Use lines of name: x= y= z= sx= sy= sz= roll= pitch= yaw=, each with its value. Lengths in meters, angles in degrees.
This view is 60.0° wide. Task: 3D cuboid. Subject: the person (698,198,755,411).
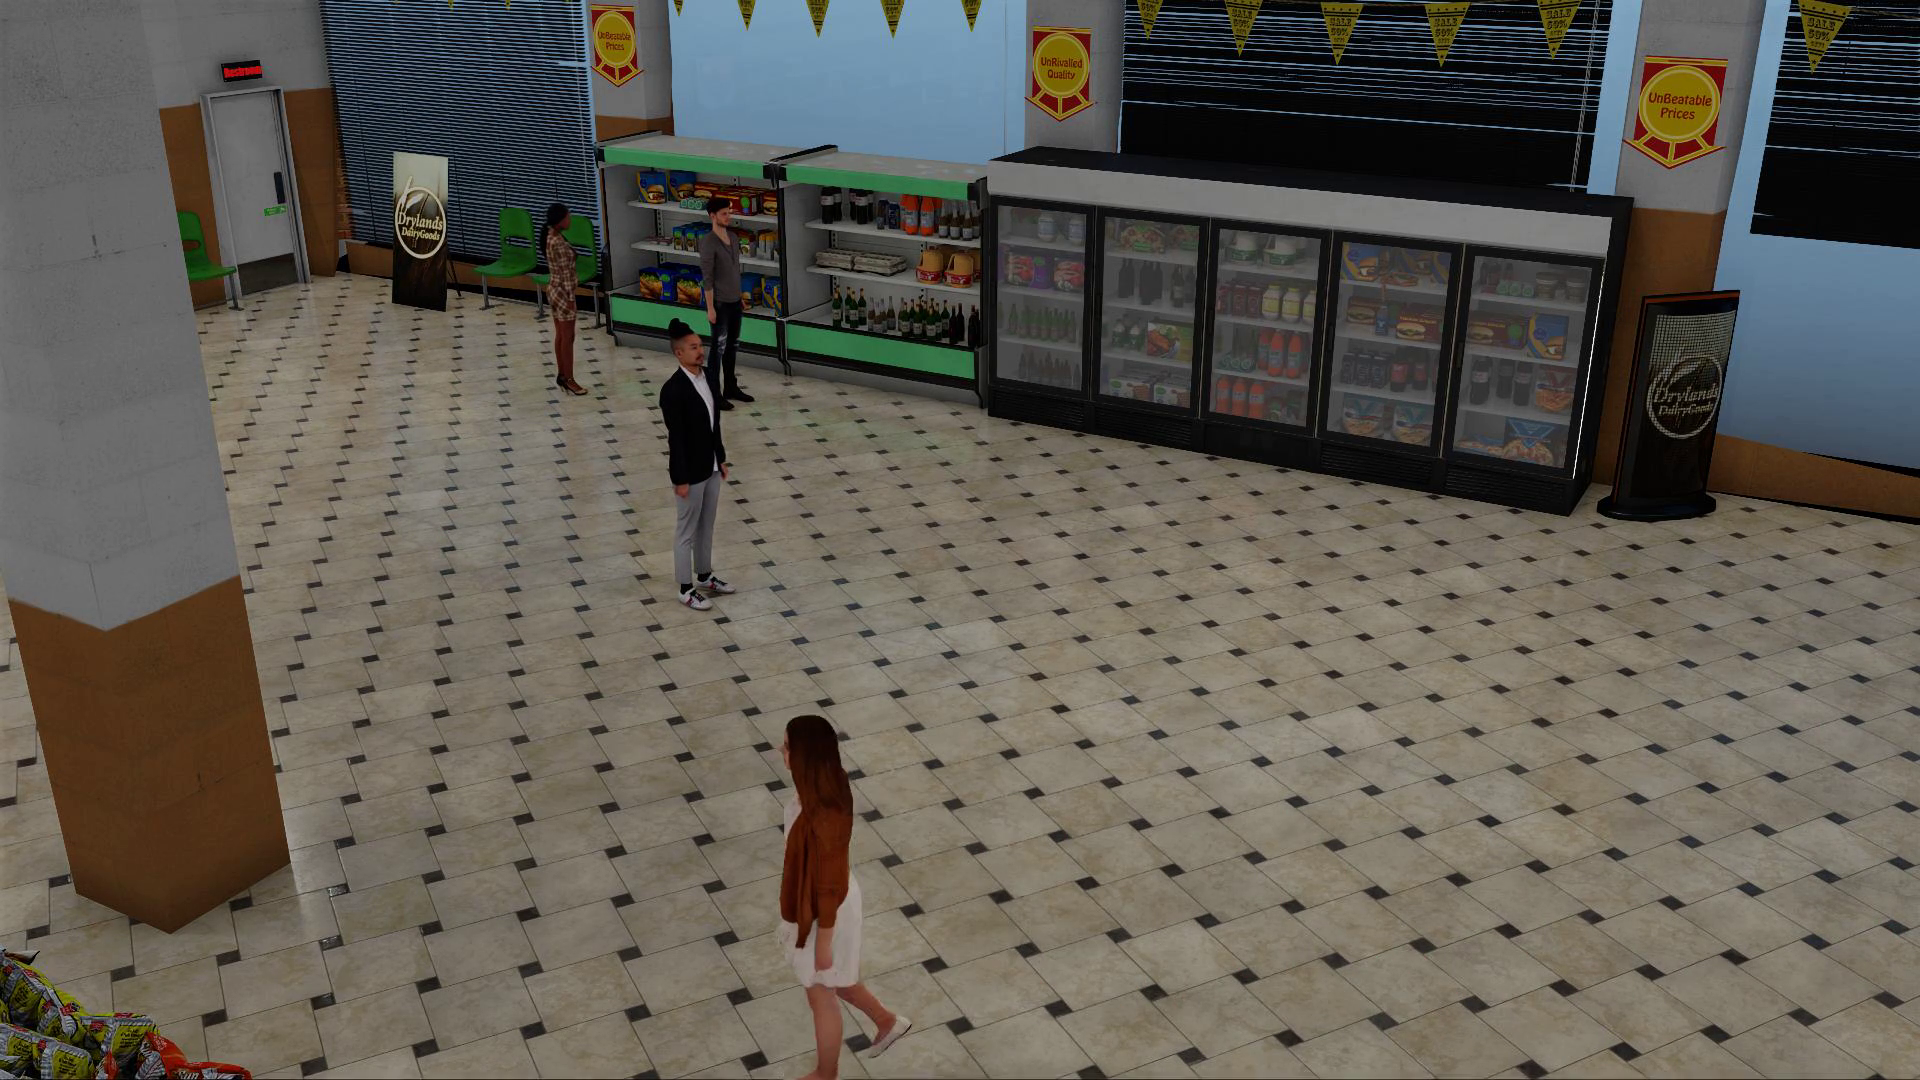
person: x=-2.159 y=-2.166 z=15.149 sx=0.583 sy=1.903 sz=0.706 roll=11 pitch=24 yaw=24

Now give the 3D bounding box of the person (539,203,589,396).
person: x=-3.701 y=-2.237 z=15.477 sx=0.738 sy=1.792 sz=0.648 roll=-11 pitch=24 yaw=-25

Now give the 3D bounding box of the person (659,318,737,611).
person: x=-1.758 y=-0.521 z=10.994 sx=0.602 sy=1.950 sz=0.718 roll=10 pitch=24 yaw=24

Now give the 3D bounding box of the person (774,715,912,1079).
person: x=-0.442 y=1.430 z=6.455 sx=0.922 sy=1.713 sz=0.837 roll=-1 pitch=22 yaw=-3
